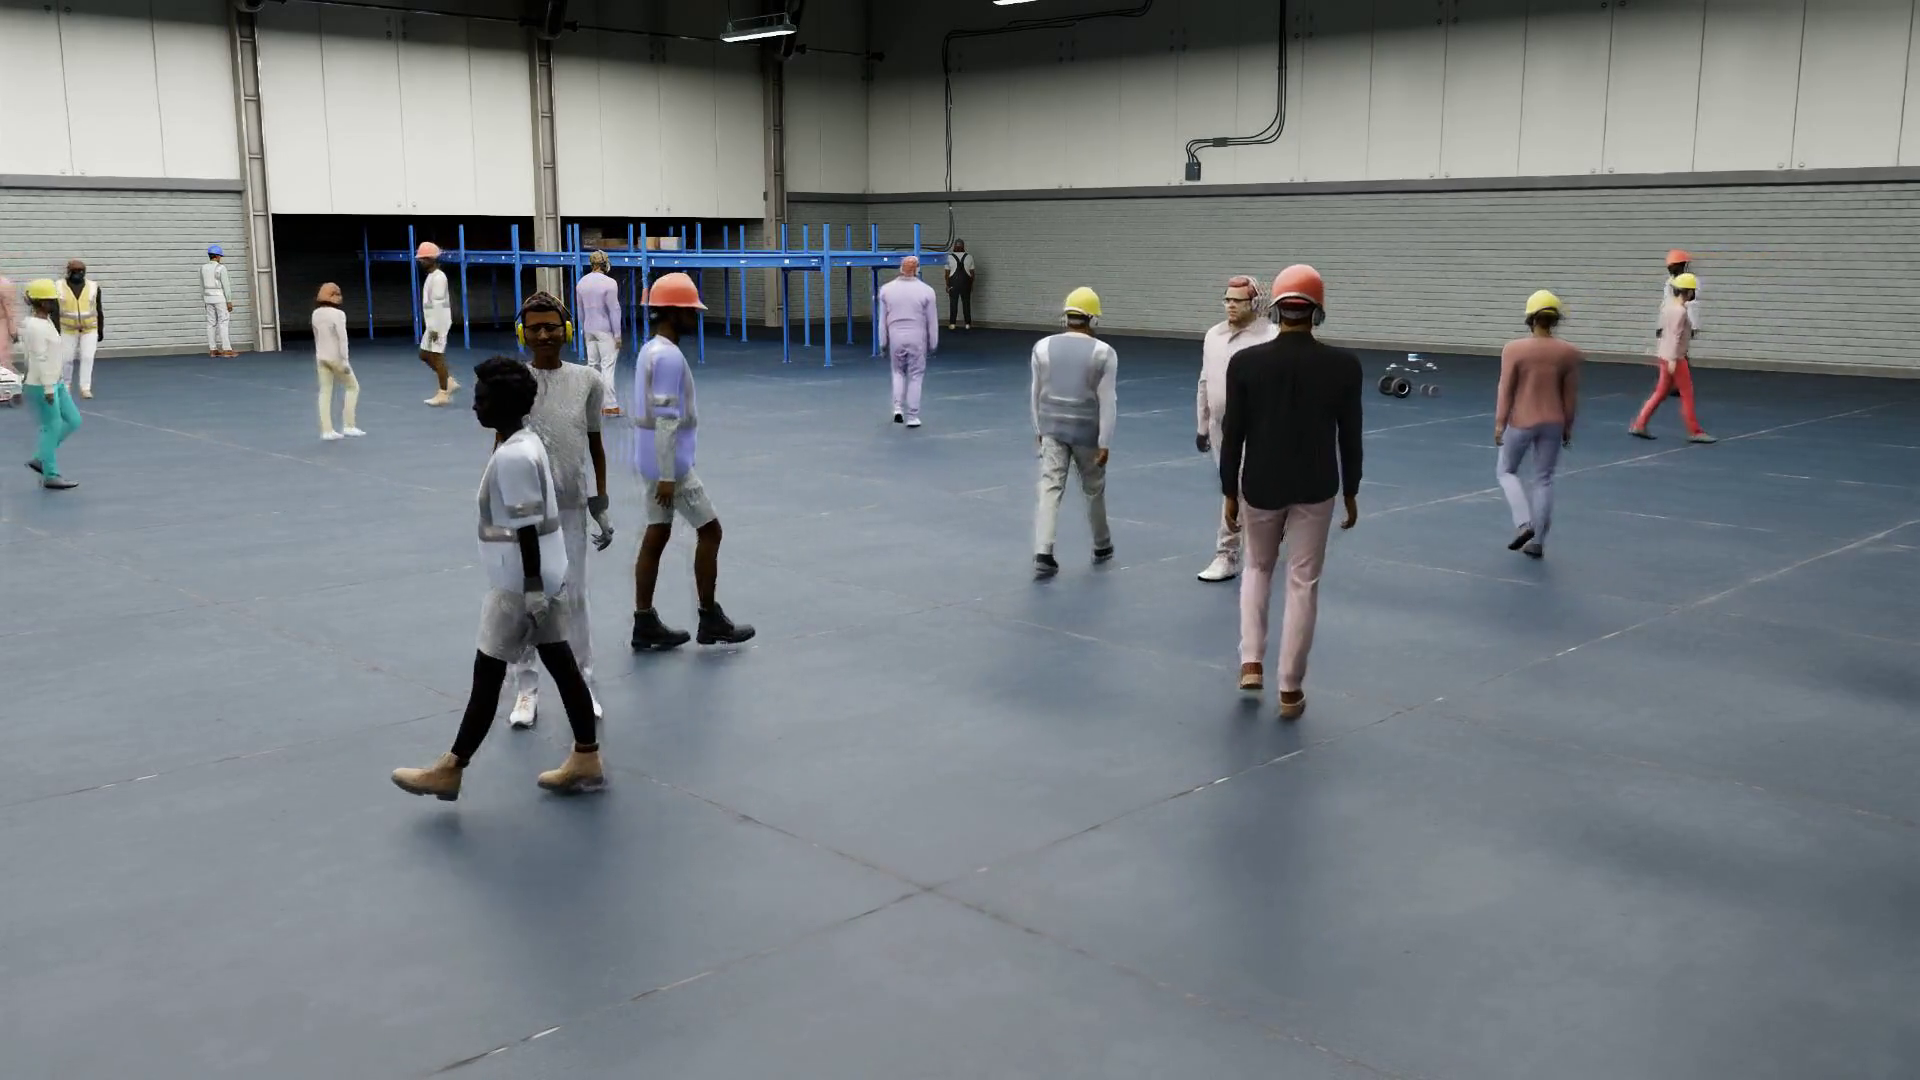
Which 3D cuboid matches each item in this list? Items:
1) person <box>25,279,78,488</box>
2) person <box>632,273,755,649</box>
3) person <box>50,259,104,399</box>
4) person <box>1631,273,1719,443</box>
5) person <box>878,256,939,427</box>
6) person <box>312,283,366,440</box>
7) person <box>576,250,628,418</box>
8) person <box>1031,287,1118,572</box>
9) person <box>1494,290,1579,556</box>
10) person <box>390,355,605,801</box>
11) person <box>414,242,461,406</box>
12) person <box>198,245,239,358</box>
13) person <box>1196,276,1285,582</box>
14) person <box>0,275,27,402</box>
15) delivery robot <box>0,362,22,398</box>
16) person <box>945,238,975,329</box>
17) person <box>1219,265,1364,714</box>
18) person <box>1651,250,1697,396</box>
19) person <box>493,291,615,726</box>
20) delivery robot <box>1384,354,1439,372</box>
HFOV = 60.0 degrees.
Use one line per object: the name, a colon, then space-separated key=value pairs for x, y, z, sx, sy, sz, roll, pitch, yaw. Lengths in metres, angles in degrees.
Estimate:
person: x=-7.605 y=-1.307 z=13.937 sx=0.363 sy=1.750 sz=0.541 roll=-3 pitch=11 yaw=-17
person: x=-1.373 y=-0.398 z=8.527 sx=0.762 sy=1.912 sz=0.585 roll=-4 pitch=11 yaw=-21
person: x=-11.535 y=-2.762 z=21.752 sx=0.634 sy=1.811 sz=0.556 roll=-7 pitch=12 yaw=-32
person: x=7.389 y=-1.875 z=17.120 sx=0.820 sy=1.727 sz=0.542 roll=3 pitch=11 yaw=16
person: x=-0.552 y=-2.200 z=18.447 sx=0.671 sy=1.882 sz=0.480 roll=2 pitch=11 yaw=13
person: x=-6.464 y=-1.862 z=17.311 sx=0.521 sy=1.613 sz=0.559 roll=6 pitch=12 yaw=29
person: x=-4.196 y=-2.413 z=19.465 sx=0.630 sy=1.940 sz=0.372 roll=7 pitch=12 yaw=33
person: x=0.723 y=-0.698 z=10.543 sx=0.594 sy=1.794 sz=0.897 roll=4 pitch=11 yaw=19
person: x=3.785 y=-0.765 z=10.978 sx=0.551 sy=1.750 sz=0.367 roll=-1 pitch=10 yaw=-3
person: x=-1.746 y=0.150 z=6.211 sx=0.829 sy=1.659 sz=0.553 roll=-2 pitch=11 yaw=-9
person: x=-6.549 y=-2.681 z=20.700 sx=0.412 sy=2.029 sz=0.604 roll=-5 pitch=12 yaw=-26
person: x=-12.942 y=-4.163 z=28.989 sx=0.602 sy=1.945 sz=0.395 roll=4 pitch=11 yaw=19
person: x=1.805 y=-0.717 z=10.431 sx=0.894 sy=1.873 sz=0.677 roll=-9 pitch=13 yaw=-39
person: x=-12.399 y=-2.748 z=21.467 sx=0.689 sy=1.874 sz=0.648 roll=3 pitch=11 yaw=18
delivery robot: x=-11.914 y=-1.961 z=20.635 sx=0.477 sy=0.478 sz=0.707 roll=-9 pitch=14 yaw=-42
person: x=-0.022 y=-5.808 z=37.816 sx=0.683 sy=2.000 sz=0.538 roll=-1 pitch=10 yaw=-7
person: x=1.484 y=-0.228 z=7.439 sx=0.613 sy=1.976 sz=0.518 roll=3 pitch=11 yaw=18
person: x=9.343 y=-2.842 z=21.858 sx=0.746 sy=1.910 sz=0.565 roll=-2 pitch=11 yaw=-9
person: x=-1.768 y=-0.134 z=7.223 sx=0.520 sy=1.873 sz=0.328 roll=-3 pitch=11 yaw=-16
delivery robot: x=5.981 y=-2.343 z=22.011 sx=0.698 sy=0.223 sz=0.335 roll=-2 pitch=11 yaw=-10
